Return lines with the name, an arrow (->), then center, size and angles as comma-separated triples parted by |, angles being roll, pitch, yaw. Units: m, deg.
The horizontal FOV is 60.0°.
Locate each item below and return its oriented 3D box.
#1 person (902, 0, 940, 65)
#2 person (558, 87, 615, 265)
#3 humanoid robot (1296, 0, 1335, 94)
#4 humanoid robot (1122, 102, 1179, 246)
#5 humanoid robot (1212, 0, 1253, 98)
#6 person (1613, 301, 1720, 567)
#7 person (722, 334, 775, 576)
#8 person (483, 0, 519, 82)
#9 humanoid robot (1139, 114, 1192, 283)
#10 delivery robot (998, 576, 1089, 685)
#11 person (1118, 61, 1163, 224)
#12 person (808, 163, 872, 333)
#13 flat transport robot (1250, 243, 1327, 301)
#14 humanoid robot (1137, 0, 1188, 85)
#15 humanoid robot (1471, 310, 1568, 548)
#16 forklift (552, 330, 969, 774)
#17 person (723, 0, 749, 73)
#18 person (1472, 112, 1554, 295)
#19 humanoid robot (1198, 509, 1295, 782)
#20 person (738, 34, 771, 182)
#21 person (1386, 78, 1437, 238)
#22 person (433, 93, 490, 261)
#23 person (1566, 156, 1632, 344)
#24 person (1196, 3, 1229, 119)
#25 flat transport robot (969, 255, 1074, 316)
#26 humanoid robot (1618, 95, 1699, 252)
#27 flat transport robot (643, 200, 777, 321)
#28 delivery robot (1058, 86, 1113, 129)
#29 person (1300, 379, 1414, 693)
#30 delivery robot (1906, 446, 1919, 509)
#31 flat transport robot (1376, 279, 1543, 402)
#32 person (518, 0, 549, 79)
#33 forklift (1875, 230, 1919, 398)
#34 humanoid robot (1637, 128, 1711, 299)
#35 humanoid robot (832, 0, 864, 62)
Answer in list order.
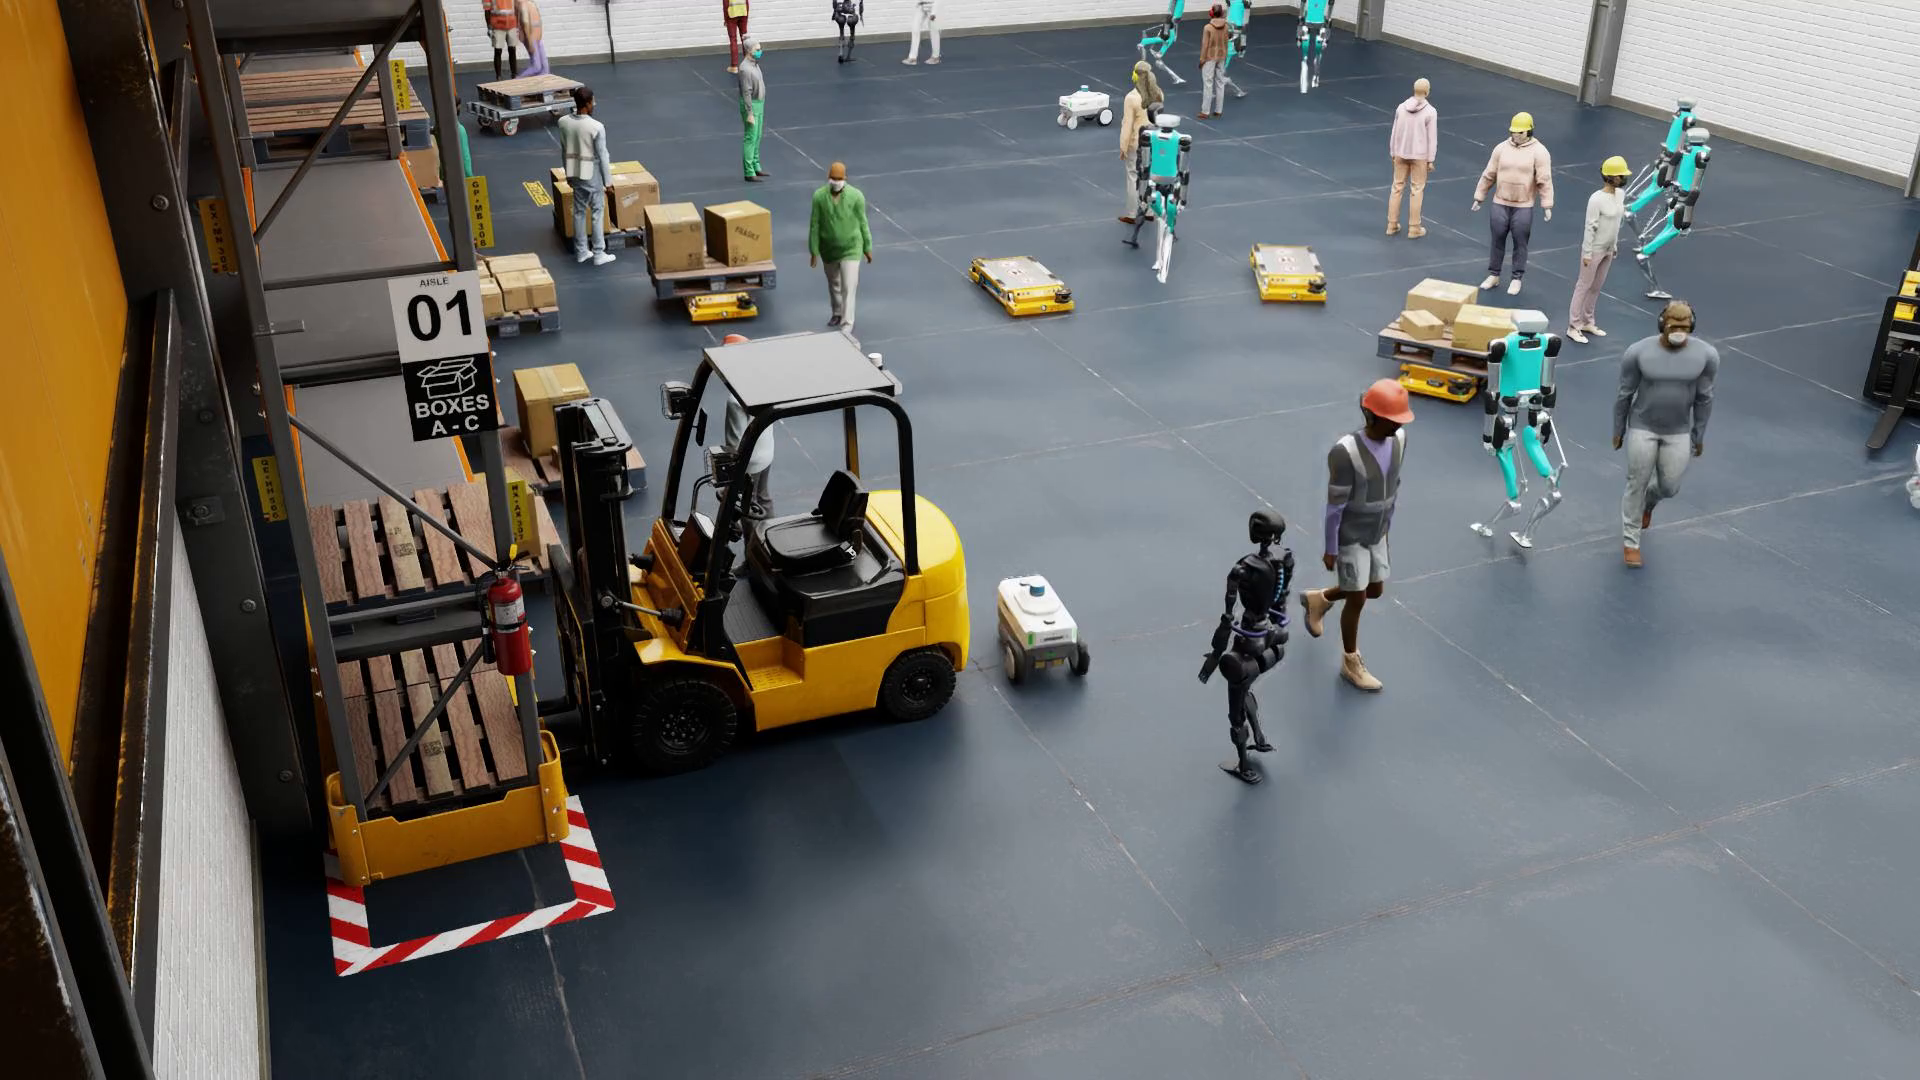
person -> -0.642, -8.905, 27.934 | 0.868, 1.849, 0.610 | -24, 35, -38
person -> -4.025, -3.920, 17.966 | 0.601, 1.906, 0.416 | 12, 29, 23
humanoid robot -> 5.586, -7.923, 26.163 | 0.560, 1.808, 0.915 | 7, 28, 14
humanoid robot -> 2.191, -4.053, 18.522 | 0.613, 1.629, 0.731 | 23, 34, 37
humanoid robot -> 4.010, -7.568, 25.473 | 1.050, 1.763, 0.569 | -14, 30, -25
person -> 4.904, -0.782, 11.706 | 0.637, 1.926, 0.650 | 6, 27, 12
person -> -1.479, -0.586, 11.512 | 0.352, 1.742, 0.572 | 8, 28, 15
person -> -7.203, -8.129, 26.272 | 0.606, 1.963, 0.373 | -19, 32, -33
humanoid robot -> 2.206, -3.662, 17.643 | 0.551, 1.784, 0.768 | 10, 29, 20
delivery robot -> 0.489, 0.539, 10.595 | 0.499, 0.592, 0.796 | -7, 28, -13
person -> 2.118, -4.621, 19.405 | 0.561, 1.872, 0.392 | -15, 31, -28
person -> -1.160, -2.748, 15.860 | 0.574, 1.714, 1.058 | 4, 27, 8
flat transport robot -> 3.469, -2.845, 17.647 | 0.659, 0.231, 1.431 | 2, 27, 3
humanoid robot -> 3.179, -8.090, 26.486 | 1.052, 1.733, 0.557 | 12, 29, 22
humanoid robot -> 4.005, -0.680, 11.733 | 0.545, 1.796, 0.814 | -5, 27, -10
forklift -> -1.094, 0.010, 9.831 | 2.313, 2.155, 1.214 | -10, 28, -20
person -> -3.694, -8.634, 27.488 | 0.469, 1.773, 0.378 | -15, 30, -28
person -> 5.714, -3.483, 17.154 | 0.818, 1.855, 0.431 | 17, 31, 30
humanoid robot -> 1.608, 0.583, 9.261 | 0.587, 1.653, 0.357 | -22, 34, -36
person -> -2.640, -5.506, 21.193 | 0.329, 1.841, 0.523 | 3, 27, 7
person -> 5.144, -4.343, 18.939 | 0.539, 1.781, 0.398 | 19, 32, 33
person -> -5.458, -3.917, 18.029 | 0.497, 1.843, 0.405 | 22, 34, 37
person -> 6.090, -2.765, 15.815 | 0.532, 1.772, 0.295 | -20, 33, -35
person -> 3.731, -7.024, 24.416 | 0.464, 1.651, 0.333 | -13, 29, -23
flat transport robot -> 0.624, -2.656, 17.270 | 0.659, 0.231, 1.431 | -8, 28, -16
humanoid robot -> 7.543, -3.981, 18.371 | 0.892, 1.846, 0.553 | 5, 27, 10
flat transport robot -> -2.544, -2.576, 17.111 | 0.659, 0.231, 1.431 | -7, 28, -14
delivery robot -> 1.835, -6.298, 24.217 | 0.791, 0.614, 0.499 | -14, 30, -26
person -> 2.422, -0.087, 10.226 | 0.603, 2.015, 0.735 | -17, 31, -30
delivery robot -> 7.655, -0.490, 12.619 | 0.759, 0.573, 0.499 | 9, 28, 18
flat transport robot -> 4.538, -1.608, 15.187 | 0.659, 0.231, 1.431 | 16, 31, 29
person -> -6.563, -7.637, 25.450 | 0.701, 1.825, 0.565 | 0, 27, 1
forklift -> 9.029, -2.397, 14.618 | 1.214, 2.155, 2.313 | 18, 32, 32
humanoid robot -> 7.124, -3.251, 16.868 | 0.659, 1.838, 0.543 | 3, 27, 6
humanoid robot -> -1.936, -8.945, 28.231 | 0.610, 1.631, 0.482 | 10, 28, 18
